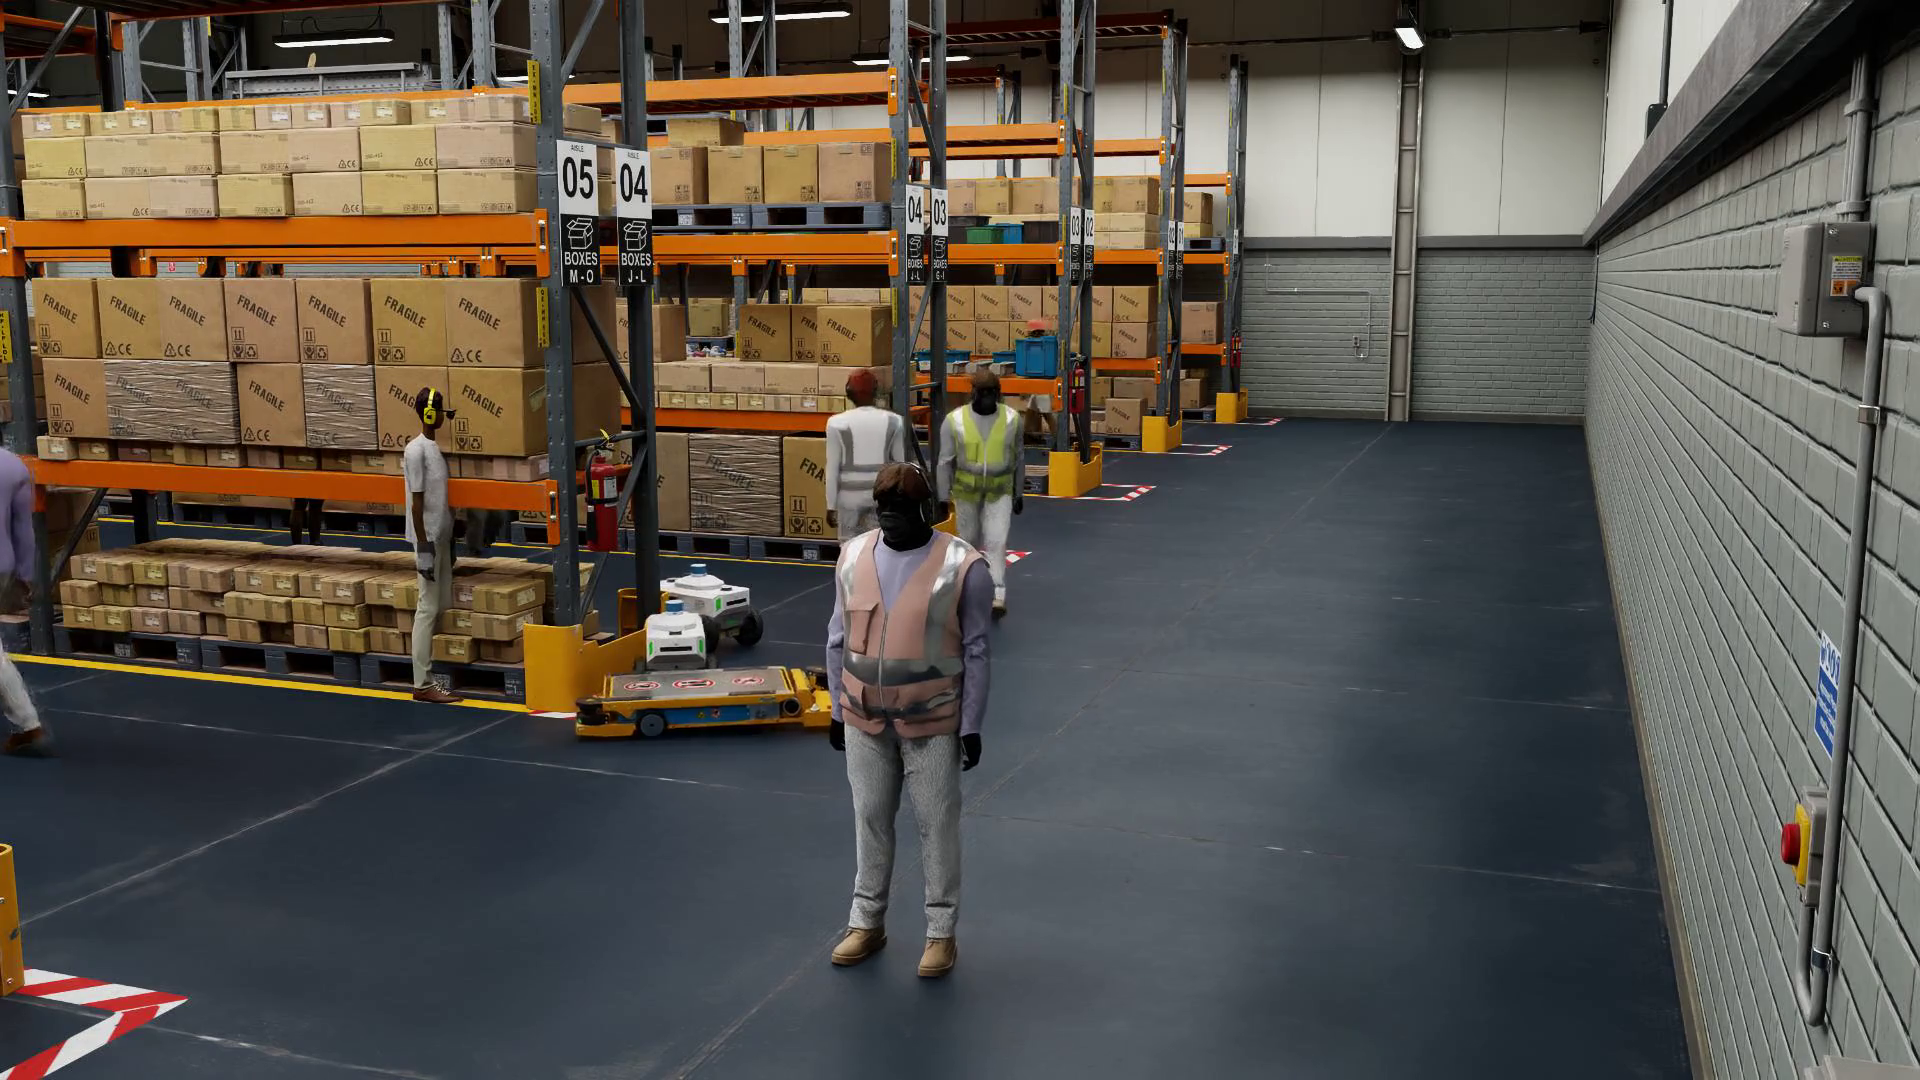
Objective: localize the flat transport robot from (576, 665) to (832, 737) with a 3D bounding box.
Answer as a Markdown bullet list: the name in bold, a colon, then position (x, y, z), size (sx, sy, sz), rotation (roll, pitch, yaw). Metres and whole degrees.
- **flat transport robot**: position (-1.402, 0.888, 9.284), size (1.431, 0.197, 0.652), rotation (-2, 9, -11)

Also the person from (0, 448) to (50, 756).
- **person**: position (-5.151, 0.178, 8.703), size (1.008, 1.900, 0.643), rotation (3, 10, 20)

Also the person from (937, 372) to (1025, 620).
- **person**: position (0.158, -0.320, 12.109), size (0.649, 1.784, 0.989), rotation (0, 9, -1)

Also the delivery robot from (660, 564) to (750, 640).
- **delivery robot**: position (-1.744, 0.403, 11.136), size (0.707, 0.478, 0.477), rotation (7, 12, 37)

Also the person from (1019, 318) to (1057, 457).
- **person**: position (0.975, -2.073, 22.752), size (0.989, 1.885, 0.552), rotation (1, 9, 8)

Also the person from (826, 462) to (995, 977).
- **person**: position (-0.200, 0.638, 5.960), size (0.621, 1.845, 0.429), rotation (3, 10, 20)

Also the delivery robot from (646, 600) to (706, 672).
- **delivery robot**: position (-1.698, 0.601, 9.901), size (0.477, 0.478, 0.707), rotation (-2, 9, -11)

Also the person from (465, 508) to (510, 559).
- **person**: position (-3.888, -0.592, 13.417), size (0.611, 1.908, 0.461), rotation (-7, 12, -39)

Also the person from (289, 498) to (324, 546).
- **person**: position (-5.509, -0.717, 14.126), size (0.364, 1.933, 0.552), rotation (2, 9, 15)

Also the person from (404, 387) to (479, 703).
- **person**: position (-3.059, 0.026, 9.732), size (0.333, 1.860, 0.510), rotation (0, 9, 2)

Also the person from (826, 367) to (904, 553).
- **person**: position (-0.642, -0.286, 11.693), size (0.594, 1.857, 0.847), rotation (-3, 10, -20)
